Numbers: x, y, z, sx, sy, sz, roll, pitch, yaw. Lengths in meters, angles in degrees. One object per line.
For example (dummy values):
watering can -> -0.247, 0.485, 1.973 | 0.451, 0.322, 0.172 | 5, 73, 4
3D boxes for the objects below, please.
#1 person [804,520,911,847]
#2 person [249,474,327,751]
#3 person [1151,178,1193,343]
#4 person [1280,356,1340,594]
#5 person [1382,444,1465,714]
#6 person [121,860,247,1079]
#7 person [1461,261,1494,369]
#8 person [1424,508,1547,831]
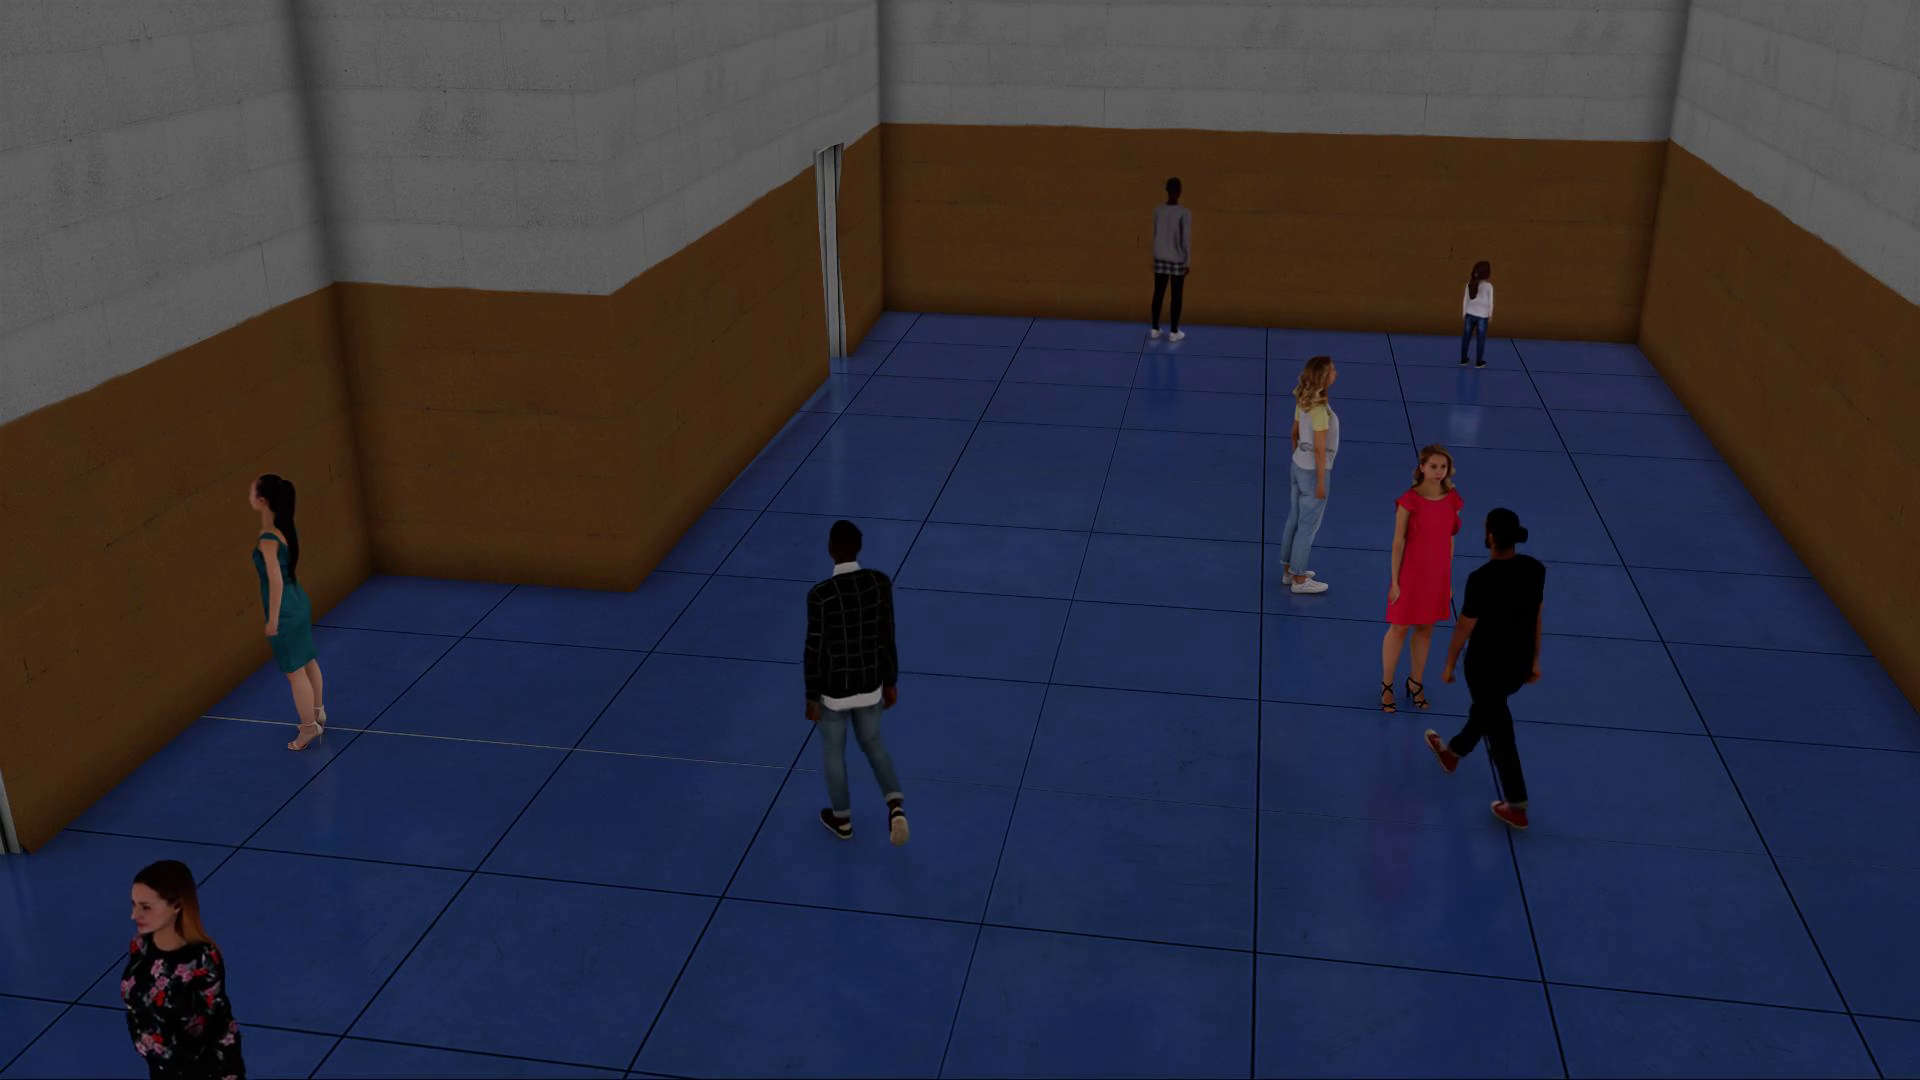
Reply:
person -> -0.524, 0.790, 8.521 | 1.027, 1.802, 1.063 | -13, 25, -29
person -> -3.887, 0.414, 9.614 | 0.560, 1.685, 0.598 | -1, 22, -3
person -> 2.283, -3.059, 18.142 | 0.609, 1.770, 0.748 | 14, 26, 30
person -> 2.466, -0.468, 11.740 | 0.660, 1.722, 0.696 | -4, 22, -10
person -> 2.775, 0.225, 10.027 | 0.594, 1.728, 0.709 | -5, 22, -11
person -> -2.701, 1.871, 6.009 | 0.884, 1.670, 0.797 | 11, 24, 25
person -> 5.373, -2.359, 17.286 | 0.514, 1.110, 0.588 | 15, 26, 33
person -> 2.900, 0.725, 8.809 | 1.170, 1.709, 1.137 | -10, 24, -23
